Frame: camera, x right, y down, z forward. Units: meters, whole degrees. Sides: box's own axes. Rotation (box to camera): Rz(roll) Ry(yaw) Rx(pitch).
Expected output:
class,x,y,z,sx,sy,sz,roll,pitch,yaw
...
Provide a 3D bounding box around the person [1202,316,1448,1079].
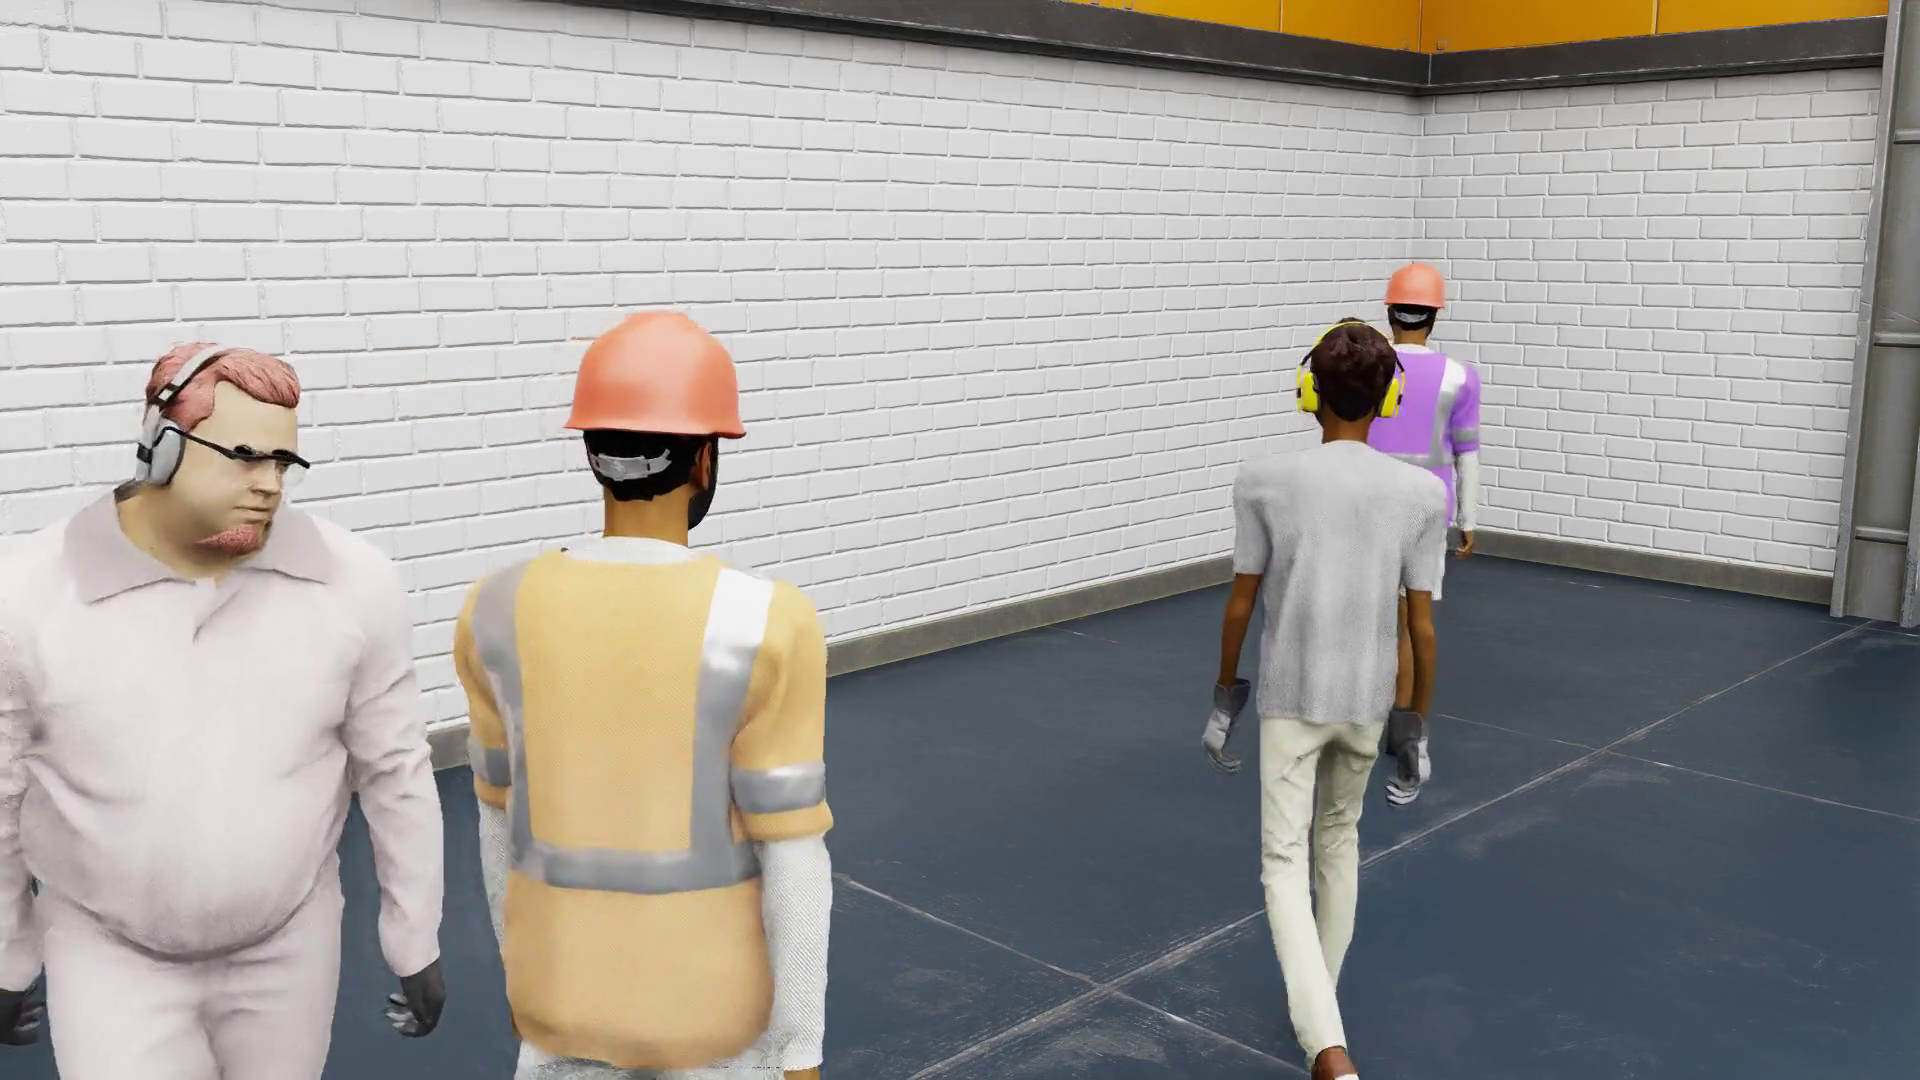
class,x,y,z,sx,sy,sz,roll,pitch,yaw
person,0.854,0.411,3.859,0.523,1.843,0.863,0,10,-2

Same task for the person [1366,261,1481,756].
class,x,y,z,sx,sy,sz,roll,pitch,yaw
person,1.727,-0.113,6.485,0.560,1.921,0.418,4,11,19

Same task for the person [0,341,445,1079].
class,x,y,z,sx,sy,sz,roll,pitch,yaw
person,-1.175,0.622,2.620,0.663,1.868,0.594,-7,13,-35

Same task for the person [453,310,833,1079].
class,x,y,z,sx,sy,sz,roll,pitch,yaw
person,-0.443,0.639,2.404,0.556,1.917,0.490,2,11,8
